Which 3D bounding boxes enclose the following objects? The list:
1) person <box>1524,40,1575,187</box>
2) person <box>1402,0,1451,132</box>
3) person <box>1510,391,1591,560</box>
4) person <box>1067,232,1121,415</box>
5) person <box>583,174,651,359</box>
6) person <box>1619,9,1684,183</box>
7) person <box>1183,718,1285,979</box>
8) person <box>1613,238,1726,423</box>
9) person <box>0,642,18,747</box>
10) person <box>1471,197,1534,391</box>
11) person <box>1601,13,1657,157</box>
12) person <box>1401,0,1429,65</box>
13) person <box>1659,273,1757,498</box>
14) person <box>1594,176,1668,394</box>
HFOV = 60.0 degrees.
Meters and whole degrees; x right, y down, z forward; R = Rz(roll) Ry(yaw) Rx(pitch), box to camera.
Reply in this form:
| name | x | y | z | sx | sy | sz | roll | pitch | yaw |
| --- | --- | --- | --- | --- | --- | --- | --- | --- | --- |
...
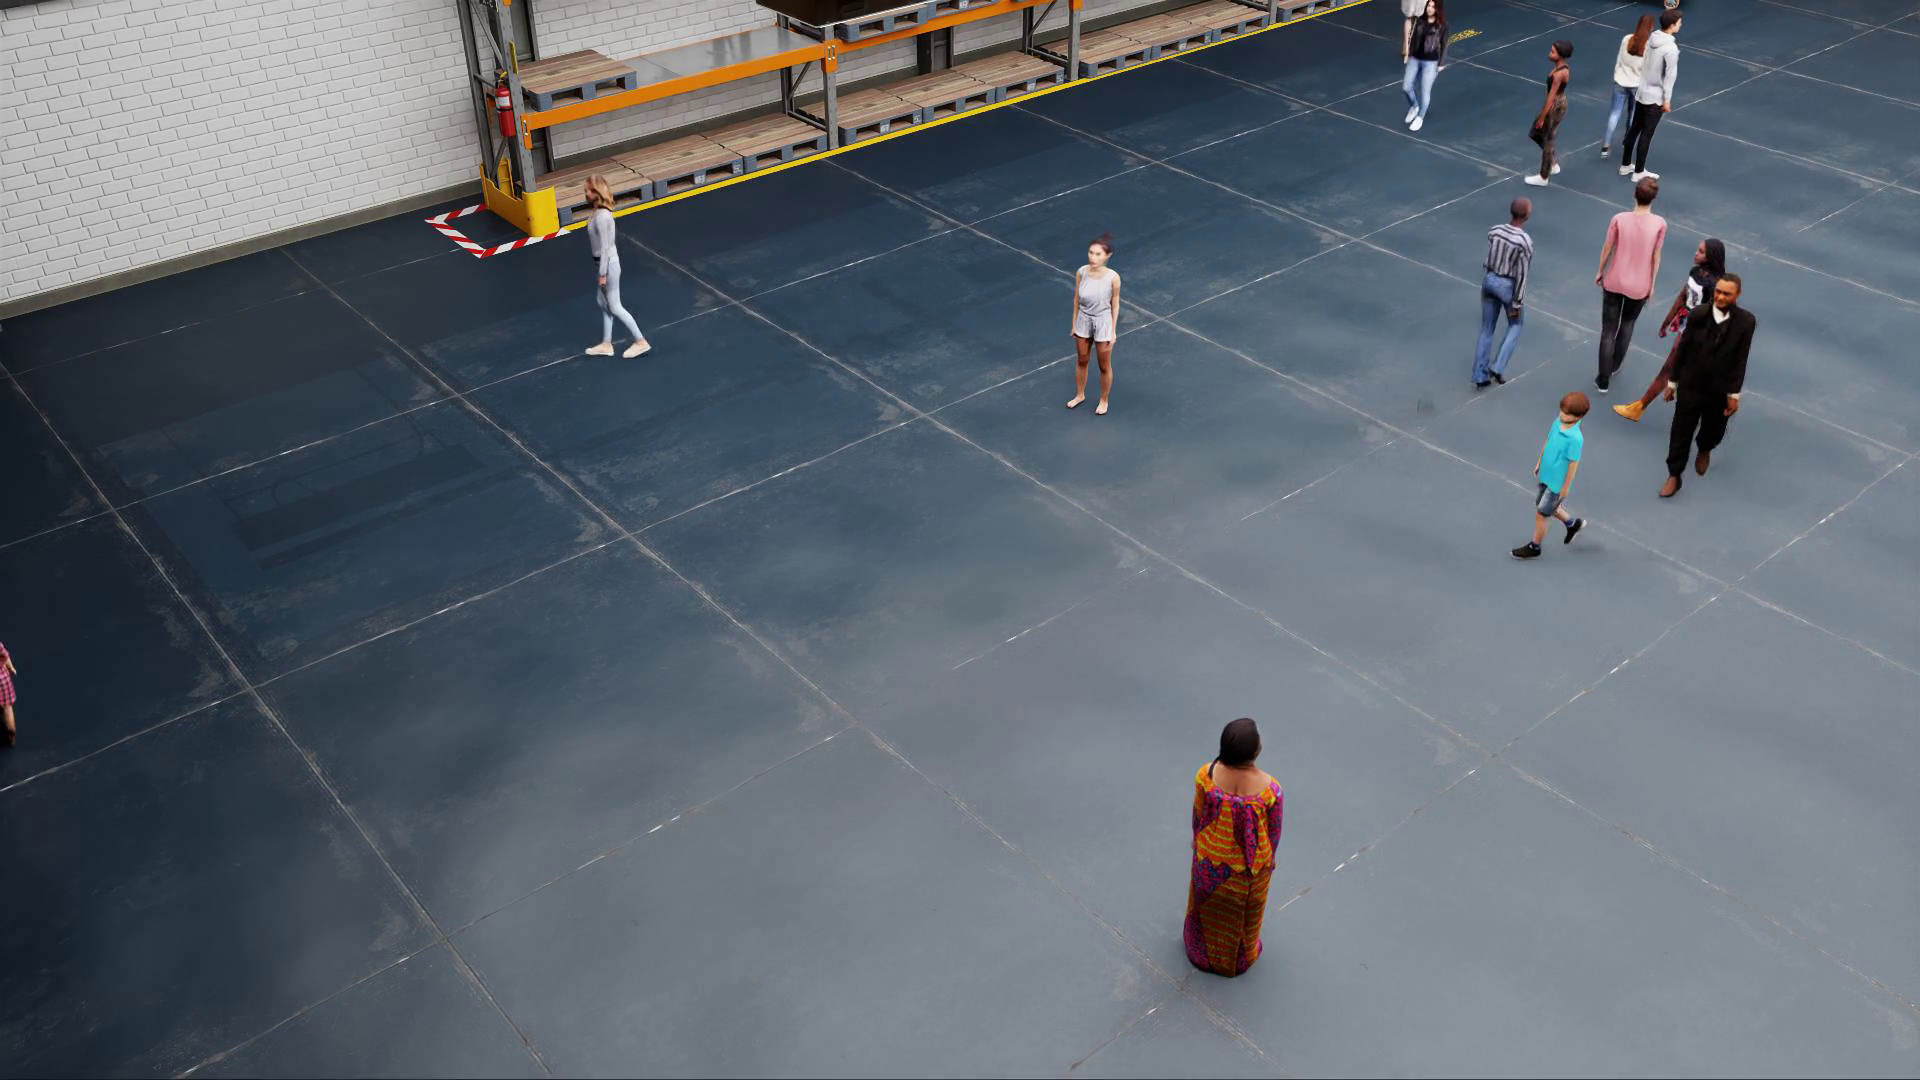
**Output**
| name | x | y | z | sx | sy | sz | roll | pitch | yaw |
| --- | --- | --- | --- | --- | --- | --- | --- | --- | --- |
| person | 6.756 | -4.779 | 18.719 | 0.778 | 1.687 | 0.720 | 13 | 36 | 18 |
| person | 5.736 | -5.872 | 20.420 | 0.700 | 1.626 | 0.667 | 25 | 41 | 32 |
| person | 4.544 | -0.488 | 12.492 | 0.904 | 1.435 | 0.788 | -3 | 34 | -5 |
| person | 1.177 | -1.875 | 14.417 | 0.645 | 1.613 | 0.655 | 16 | 37 | 22 |
| person | -3.163 | -2.477 | 15.164 | 0.957 | 1.789 | 0.842 | -6 | 34 | -9 |
| person | 7.871 | -5.072 | 18.942 | 0.749 | 1.929 | 0.764 | -8 | 35 | -12 |
| person | 1.489 | 1.640 | 9.067 | 0.766 | 1.683 | 0.804 | 11 | 35 | 17 |
| person | 6.331 | -1.746 | 14.164 | 1.204 | 1.679 | 1.078 | -1 | 34 | -1 |
| person | -6.282 | 0.911 | 10.772 | 0.532 | 1.009 | 0.535 | -18 | 38 | -25 |
| person | 4.703 | -2.125 | 14.644 | 0.639 | 1.779 | 0.631 | -25 | 41 | -33 |
| person | 7.833 | -5.305 | 19.538 | 0.827 | 1.657 | 1.176 | 21 | 39 | 29 |
| person | 6.154 | -7.294 | 22.436 | 0.748 | 1.761 | 0.811 | 17 | 37 | 24 |
| person | 5.958 | -1.251 | 13.229 | 0.866 | 1.890 | 1.034 | 21 | 39 | 28 |
| person | 5.843 | -2.192 | 14.600 | 0.881 | 1.939 | 0.987 | 9 | 35 | 14 |
